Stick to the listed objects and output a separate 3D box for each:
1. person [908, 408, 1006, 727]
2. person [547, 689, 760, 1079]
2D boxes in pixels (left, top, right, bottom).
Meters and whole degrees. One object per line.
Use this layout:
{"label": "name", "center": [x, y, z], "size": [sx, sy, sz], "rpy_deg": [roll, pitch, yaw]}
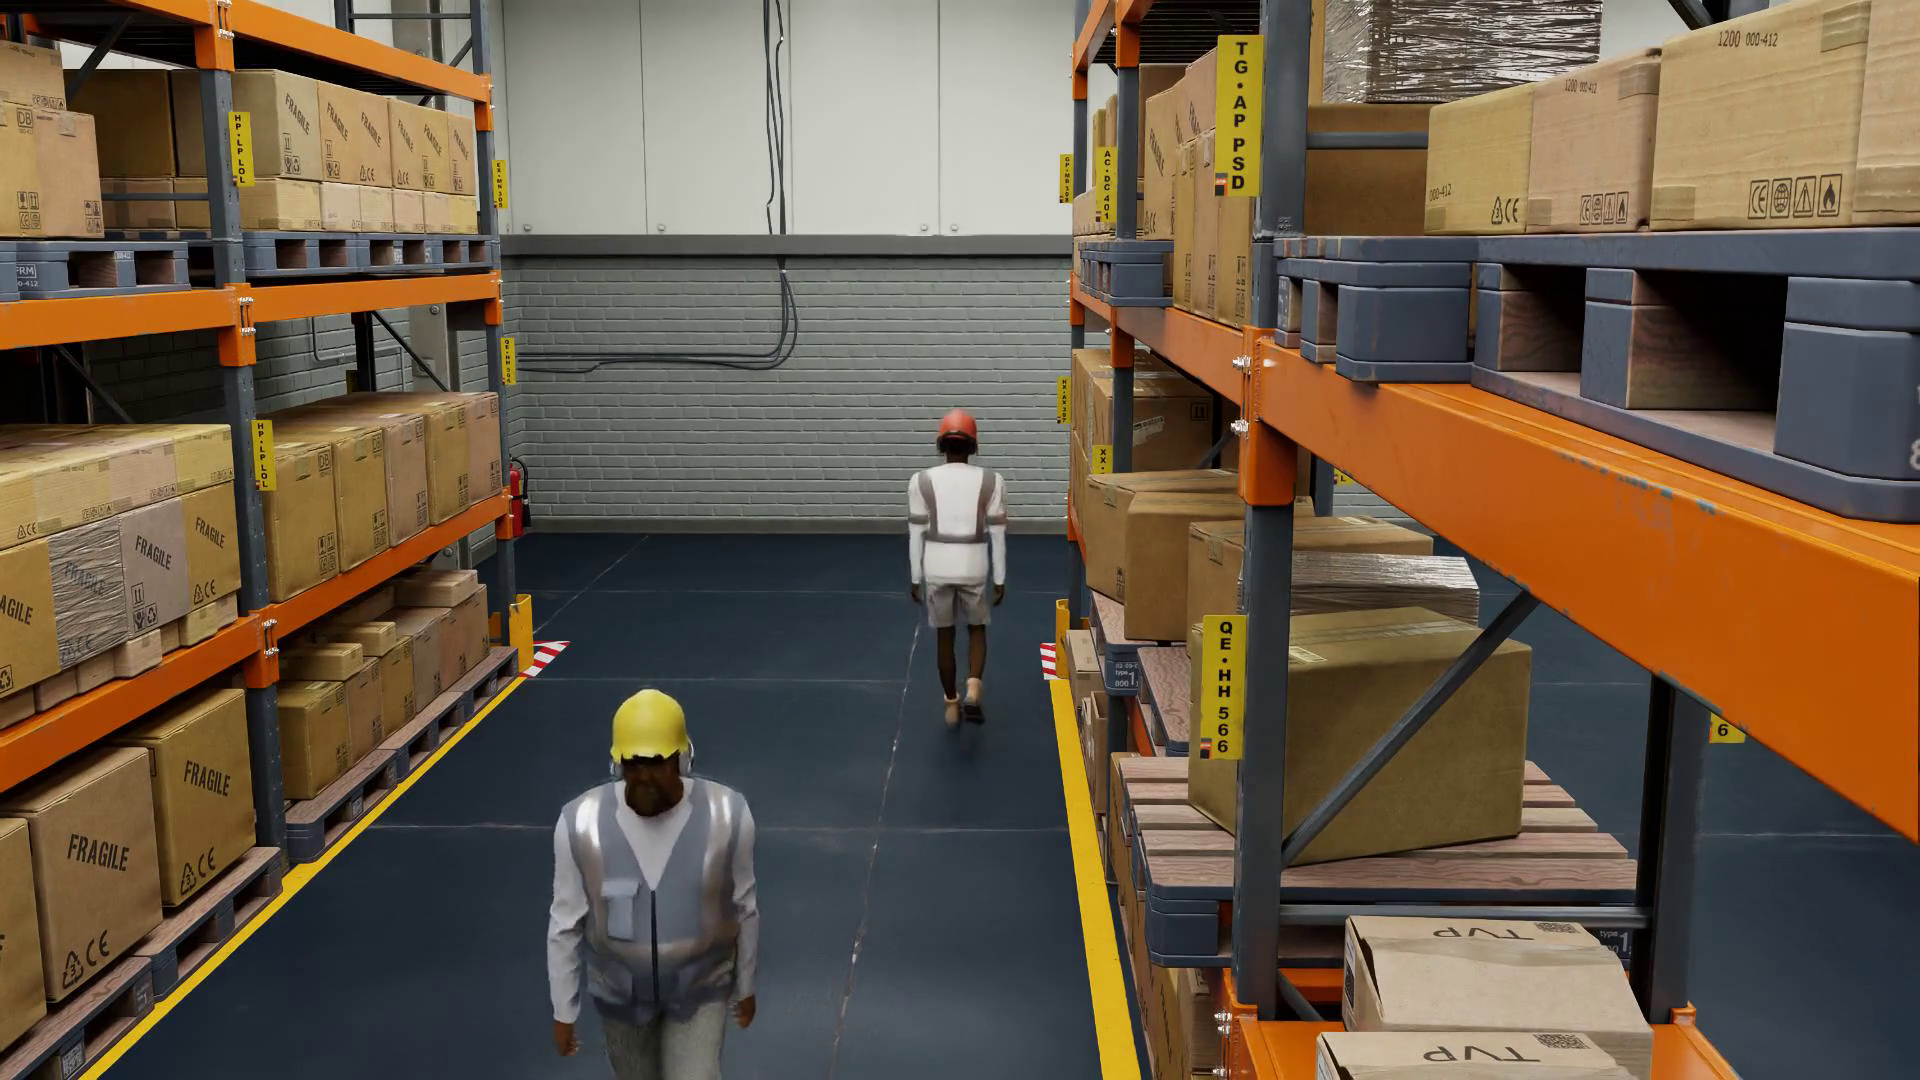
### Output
{"label": "person", "center": [-0.019, 0.199, 10.351], "size": [0.605, 2.028, 0.499], "rpy_deg": [0, 10, -1]}
{"label": "person", "center": [-0.896, 1.276, 4.939], "size": [0.604, 1.793, 0.905], "rpy_deg": [-1, 10, -5]}
